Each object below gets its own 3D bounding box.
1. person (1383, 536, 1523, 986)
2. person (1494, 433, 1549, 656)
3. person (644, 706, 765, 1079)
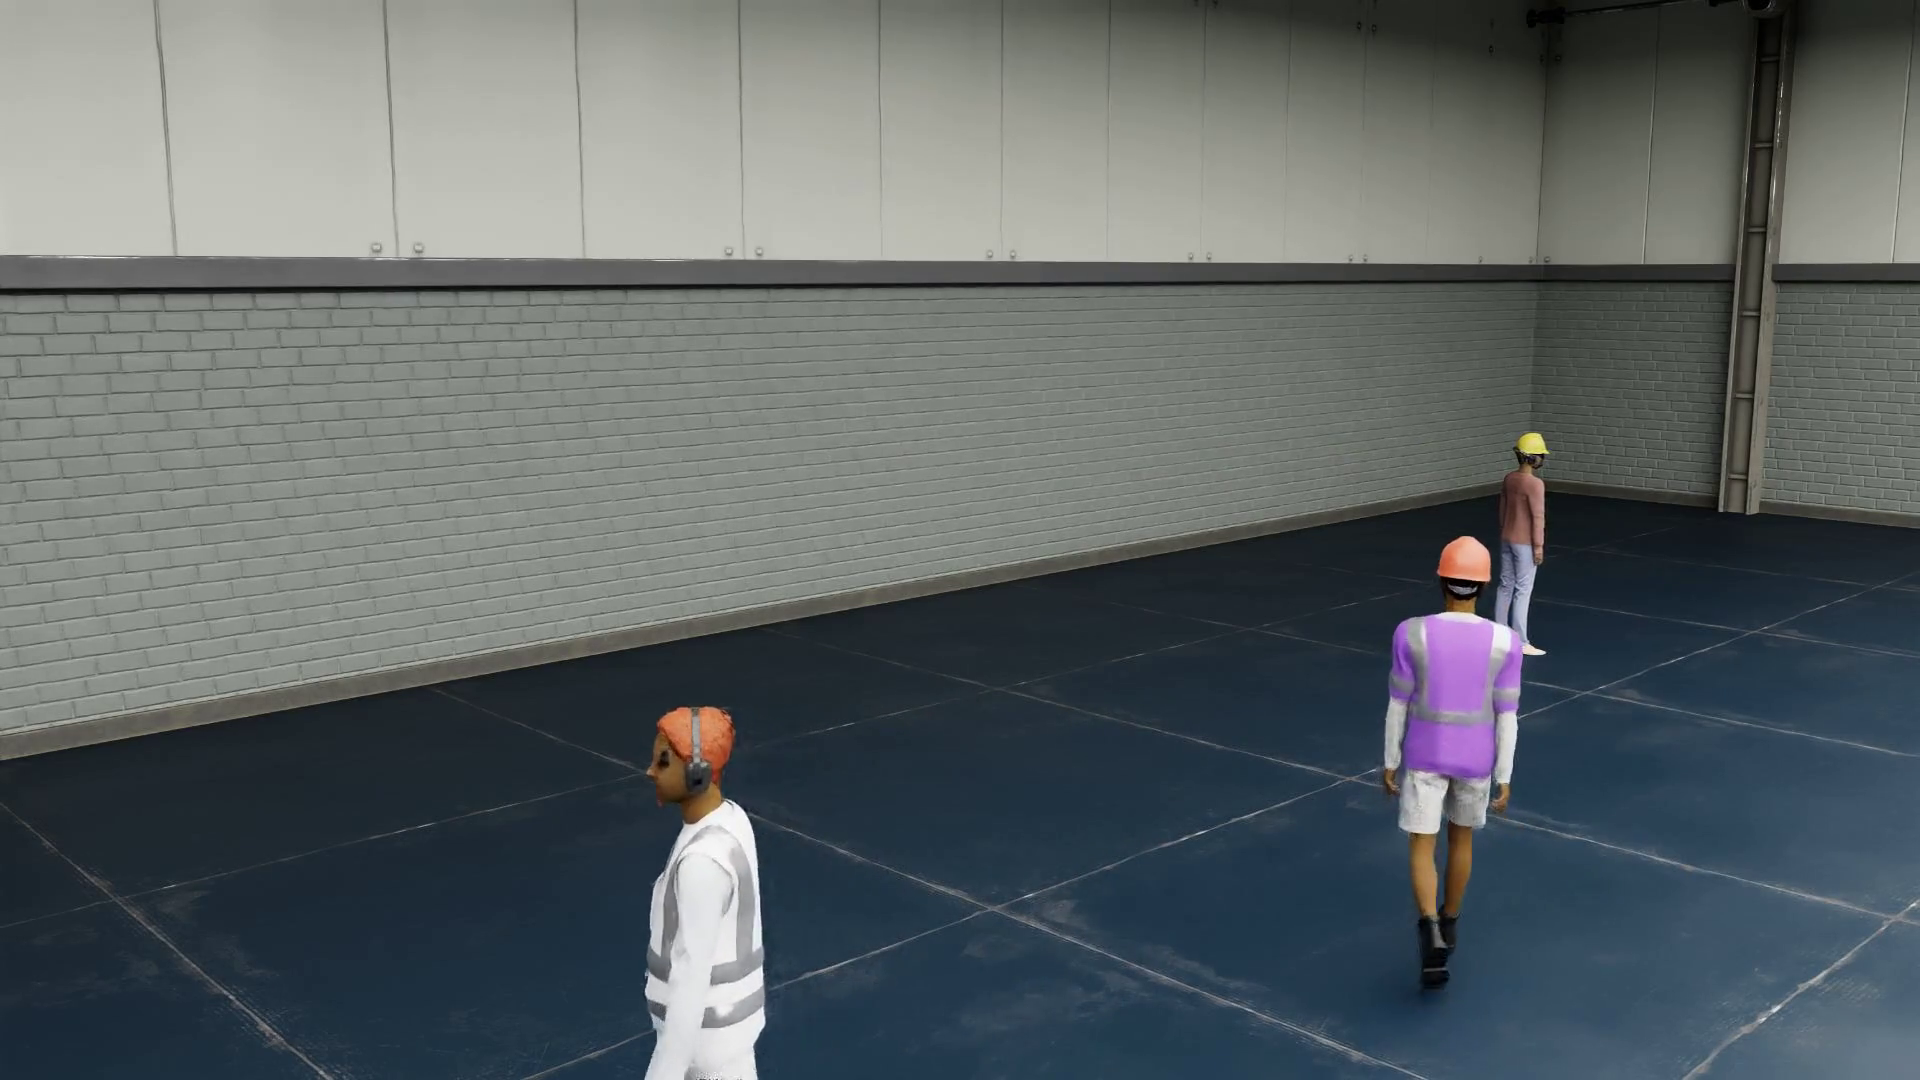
[{"bbox_3d":[2.111,0.940,7.149,0.551,1.910,0.845,2,9,12],"label":"person"},{"bbox_3d":[4.484,0.029,13.236,0.331,1.768,0.526,-2,9,-13],"label":"person"},{"bbox_3d":[-0.658,1.368,4.705,0.942,1.853,0.575,-1,9,-9],"label":"person"}]
